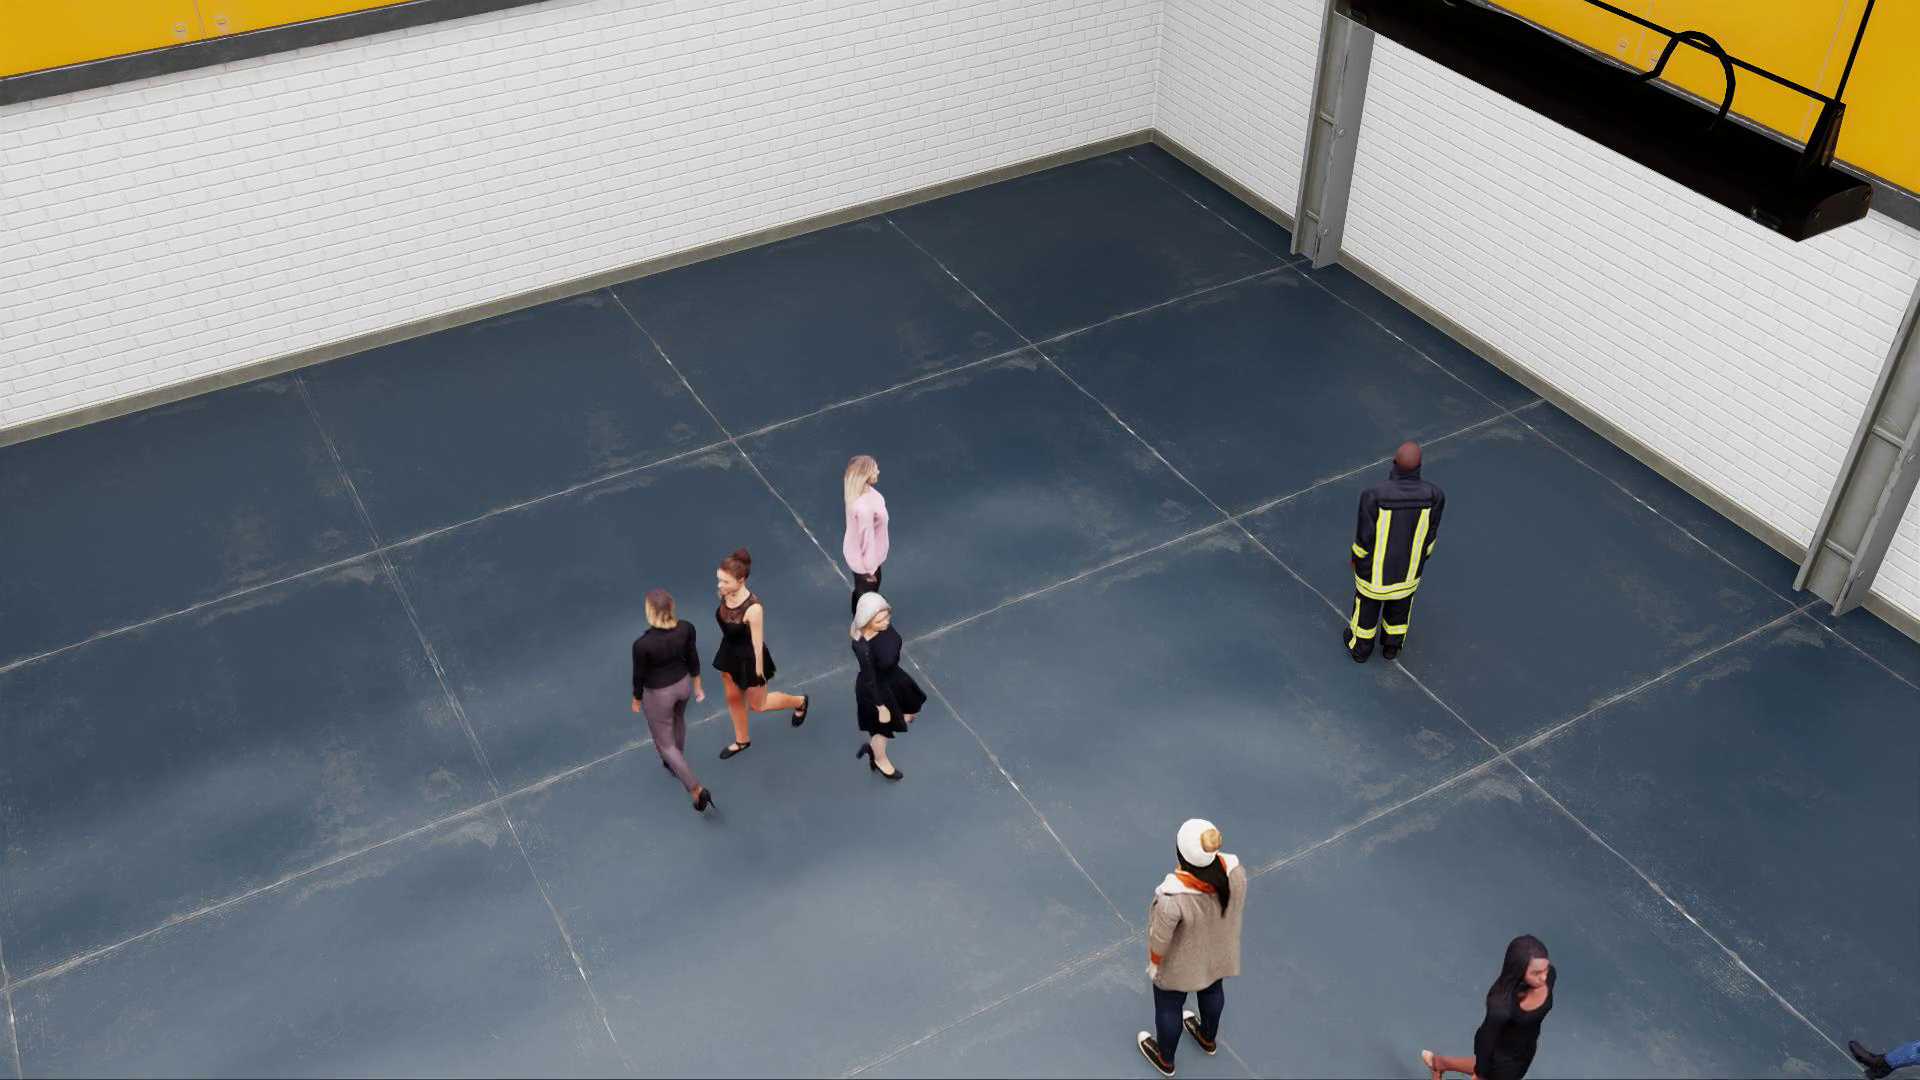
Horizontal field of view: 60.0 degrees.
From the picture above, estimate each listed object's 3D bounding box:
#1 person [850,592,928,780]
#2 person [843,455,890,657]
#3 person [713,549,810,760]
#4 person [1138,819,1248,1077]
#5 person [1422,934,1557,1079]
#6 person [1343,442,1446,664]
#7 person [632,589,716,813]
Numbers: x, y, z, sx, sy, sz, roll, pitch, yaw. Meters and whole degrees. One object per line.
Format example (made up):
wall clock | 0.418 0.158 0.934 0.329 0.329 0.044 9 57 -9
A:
person | -0.583 0.962 10.452 0.868 1.723 0.808 6 39 8
person | -0.675 0.111 11.547 0.729 1.686 0.599 -6 39 -7
person | -1.336 0.724 10.798 0.744 1.663 0.864 -28 46 -30
person | 1.252 2.147 8.832 0.691 1.892 0.677 -16 41 -19
person | 2.709 2.555 8.473 0.704 1.704 0.955 -27 46 -29
person | 2.981 0.080 11.478 0.860 1.822 0.860 0 39 0
person | -1.795 1.032 10.425 0.950 1.648 0.728 31 48 33
